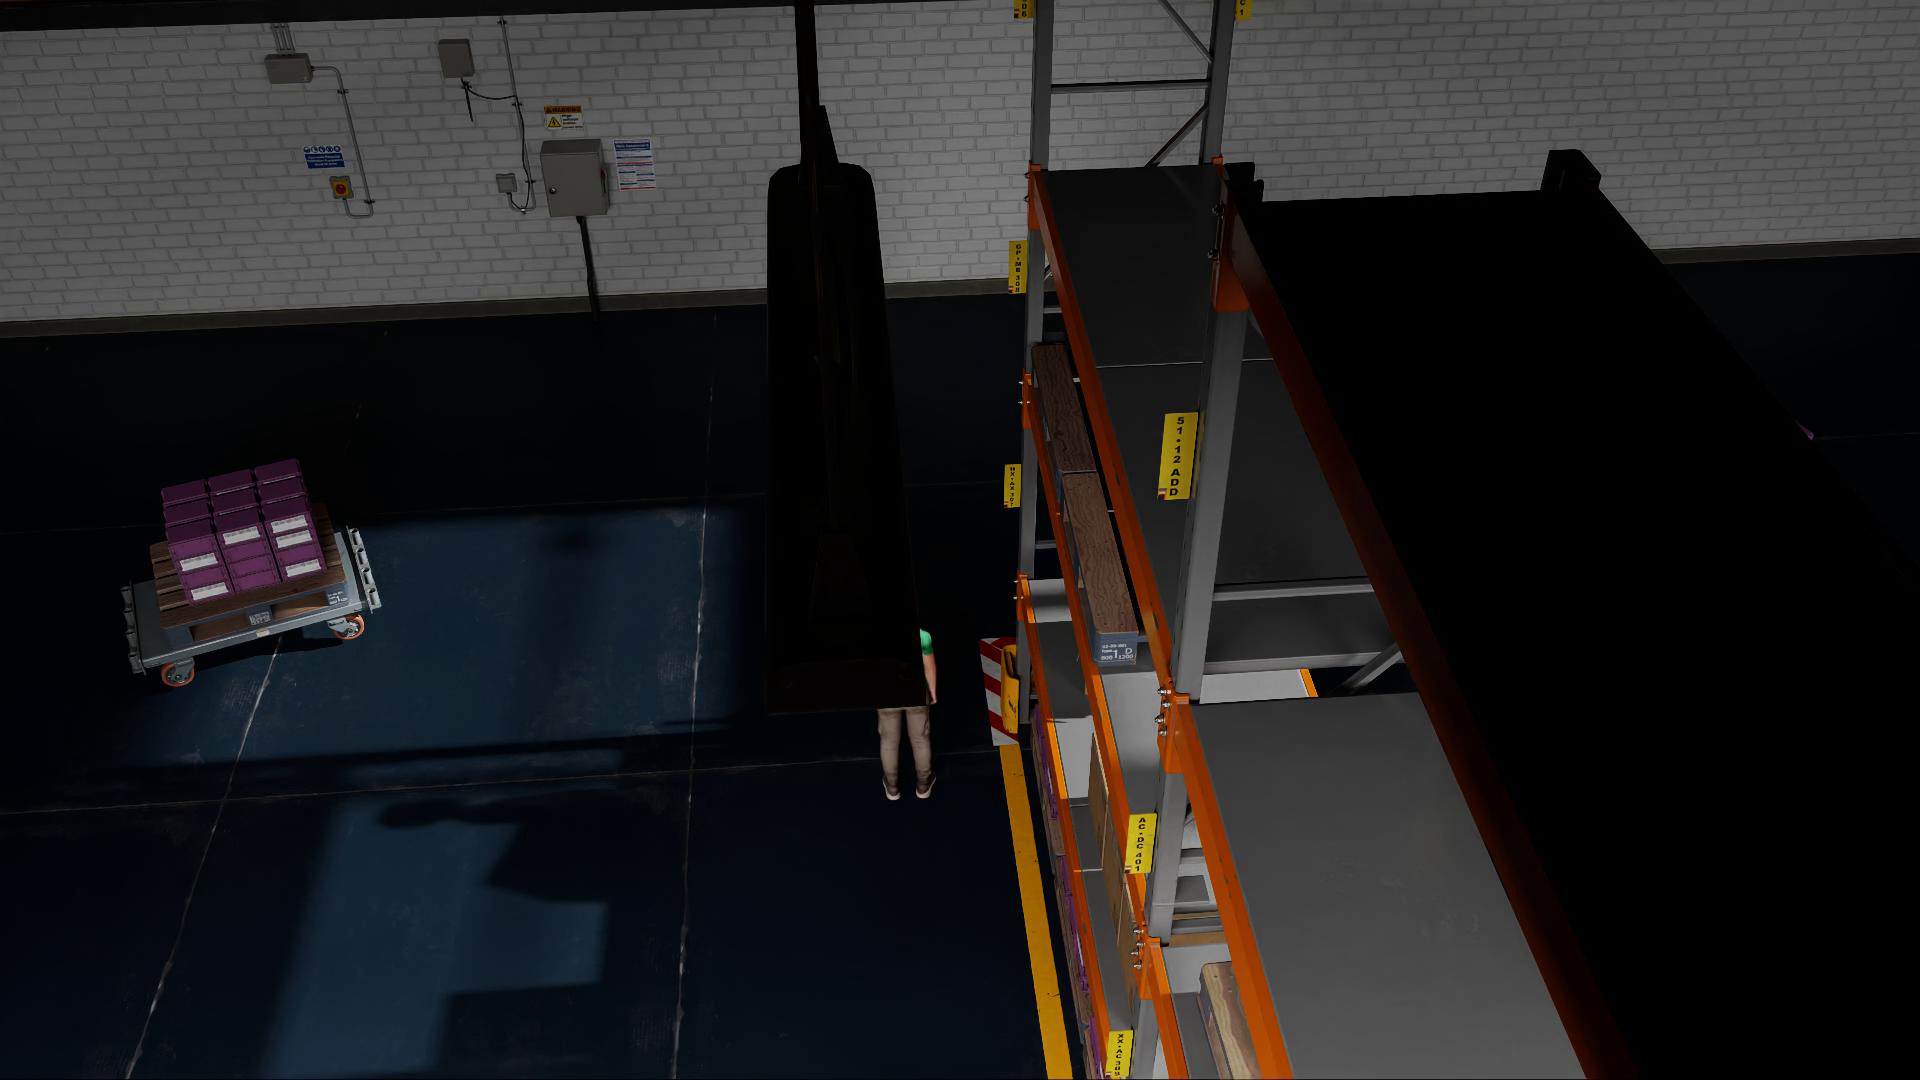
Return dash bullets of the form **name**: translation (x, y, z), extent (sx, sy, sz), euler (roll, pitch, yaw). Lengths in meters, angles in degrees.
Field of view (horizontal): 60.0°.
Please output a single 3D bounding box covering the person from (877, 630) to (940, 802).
- **person**: translation (-0.351, 0.966, 10.319), extent (0.599, 1.651, 0.538), euler (0, 39, 0)
